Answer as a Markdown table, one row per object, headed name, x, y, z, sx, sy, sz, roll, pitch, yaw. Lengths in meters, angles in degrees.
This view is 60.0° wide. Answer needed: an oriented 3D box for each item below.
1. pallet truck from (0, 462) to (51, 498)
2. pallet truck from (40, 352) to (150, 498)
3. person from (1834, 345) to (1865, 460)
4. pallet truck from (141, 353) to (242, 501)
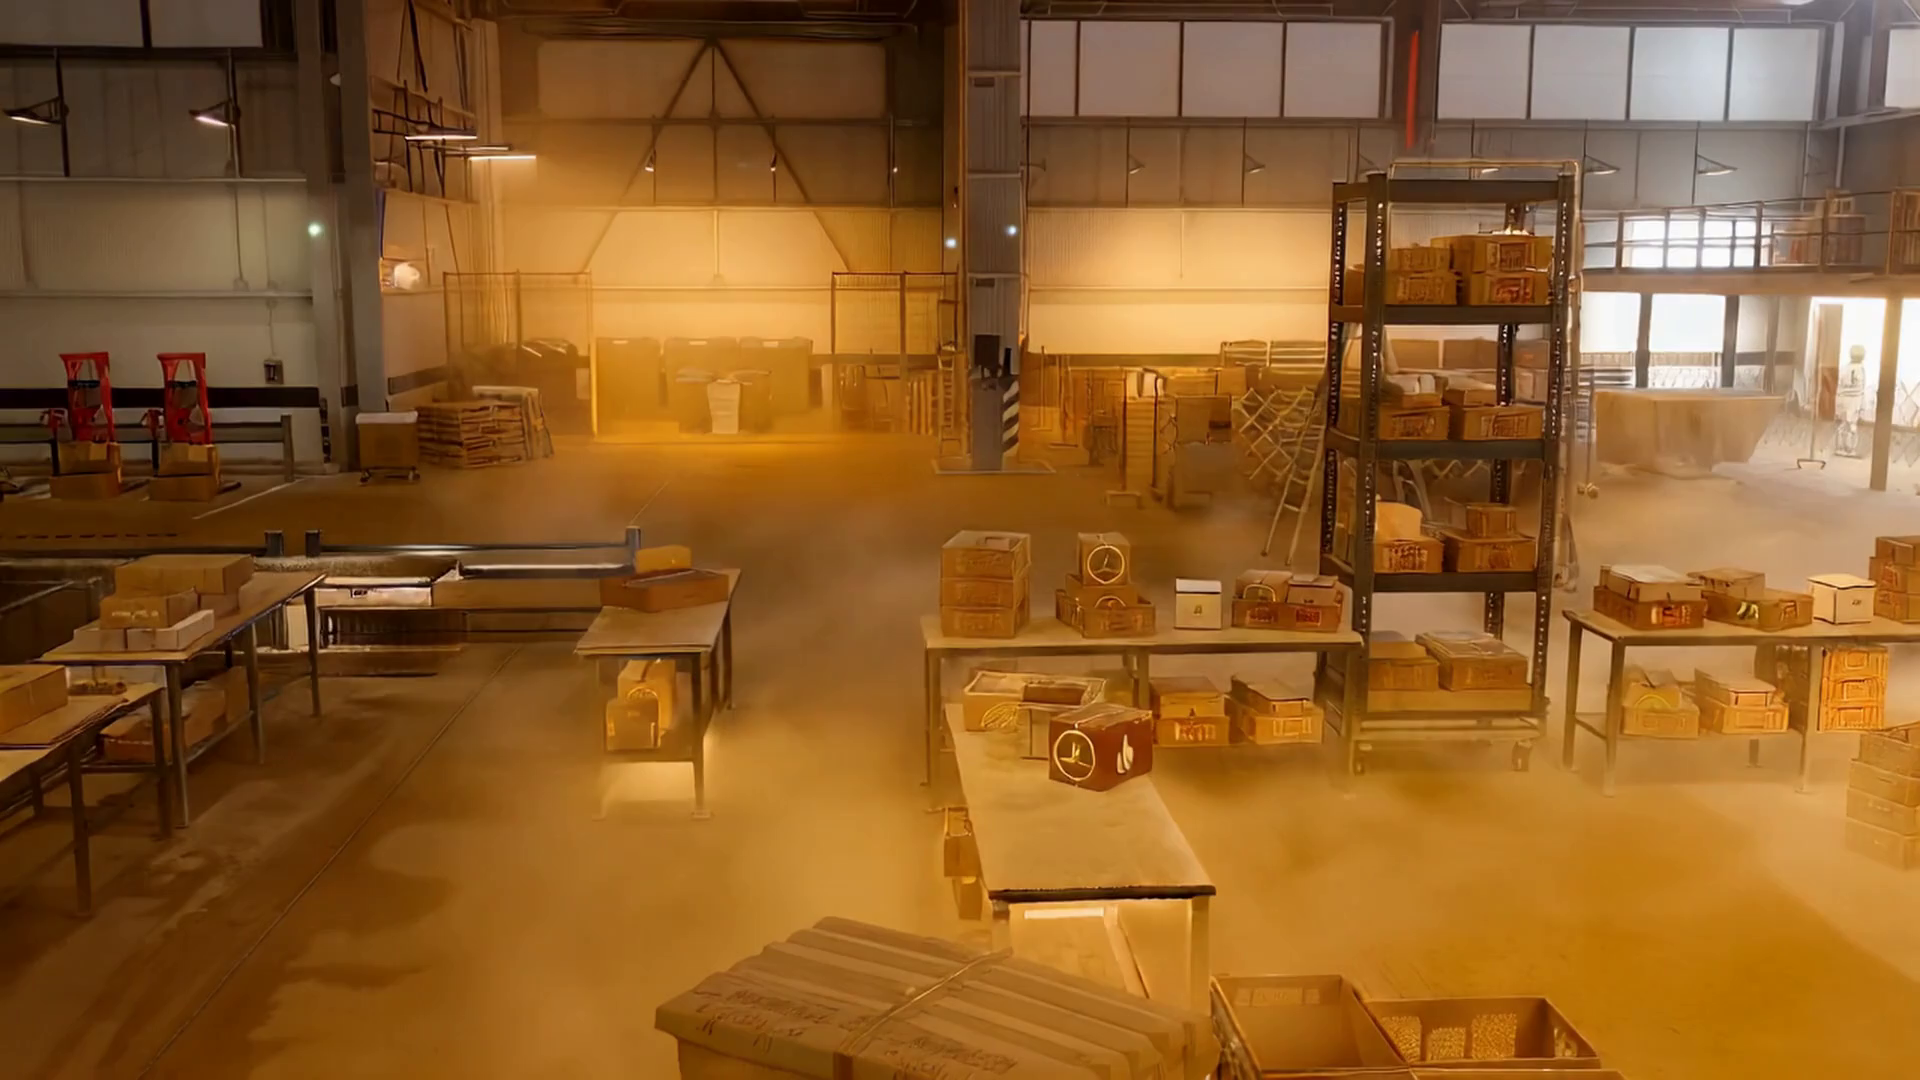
| name | x | y | z | sx | sy | sz | roll | pitch | yaw |
| --- | --- | --- | --- | --- | --- | --- | --- | --- | --- |
| pallet truck | -13.193 | -1.293 | 23.148 | 0.653 | 1.274 | 1.630 | -1 | 9 | -4 |
| pallet truck | -11.907 | -1.642 | 23.165 | 0.823 | 1.965 | 1.885 | 0 | 9 | 0 |
| person | 14.668 | -2.256 | 27.379 | 0.355 | 1.883 | 0.576 | -1 | 9 | -5 |
| pallet truck | -10.520 | -1.604 | 22.925 | 0.823 | 1.965 | 1.885 | -1 | 9 | -6 |
